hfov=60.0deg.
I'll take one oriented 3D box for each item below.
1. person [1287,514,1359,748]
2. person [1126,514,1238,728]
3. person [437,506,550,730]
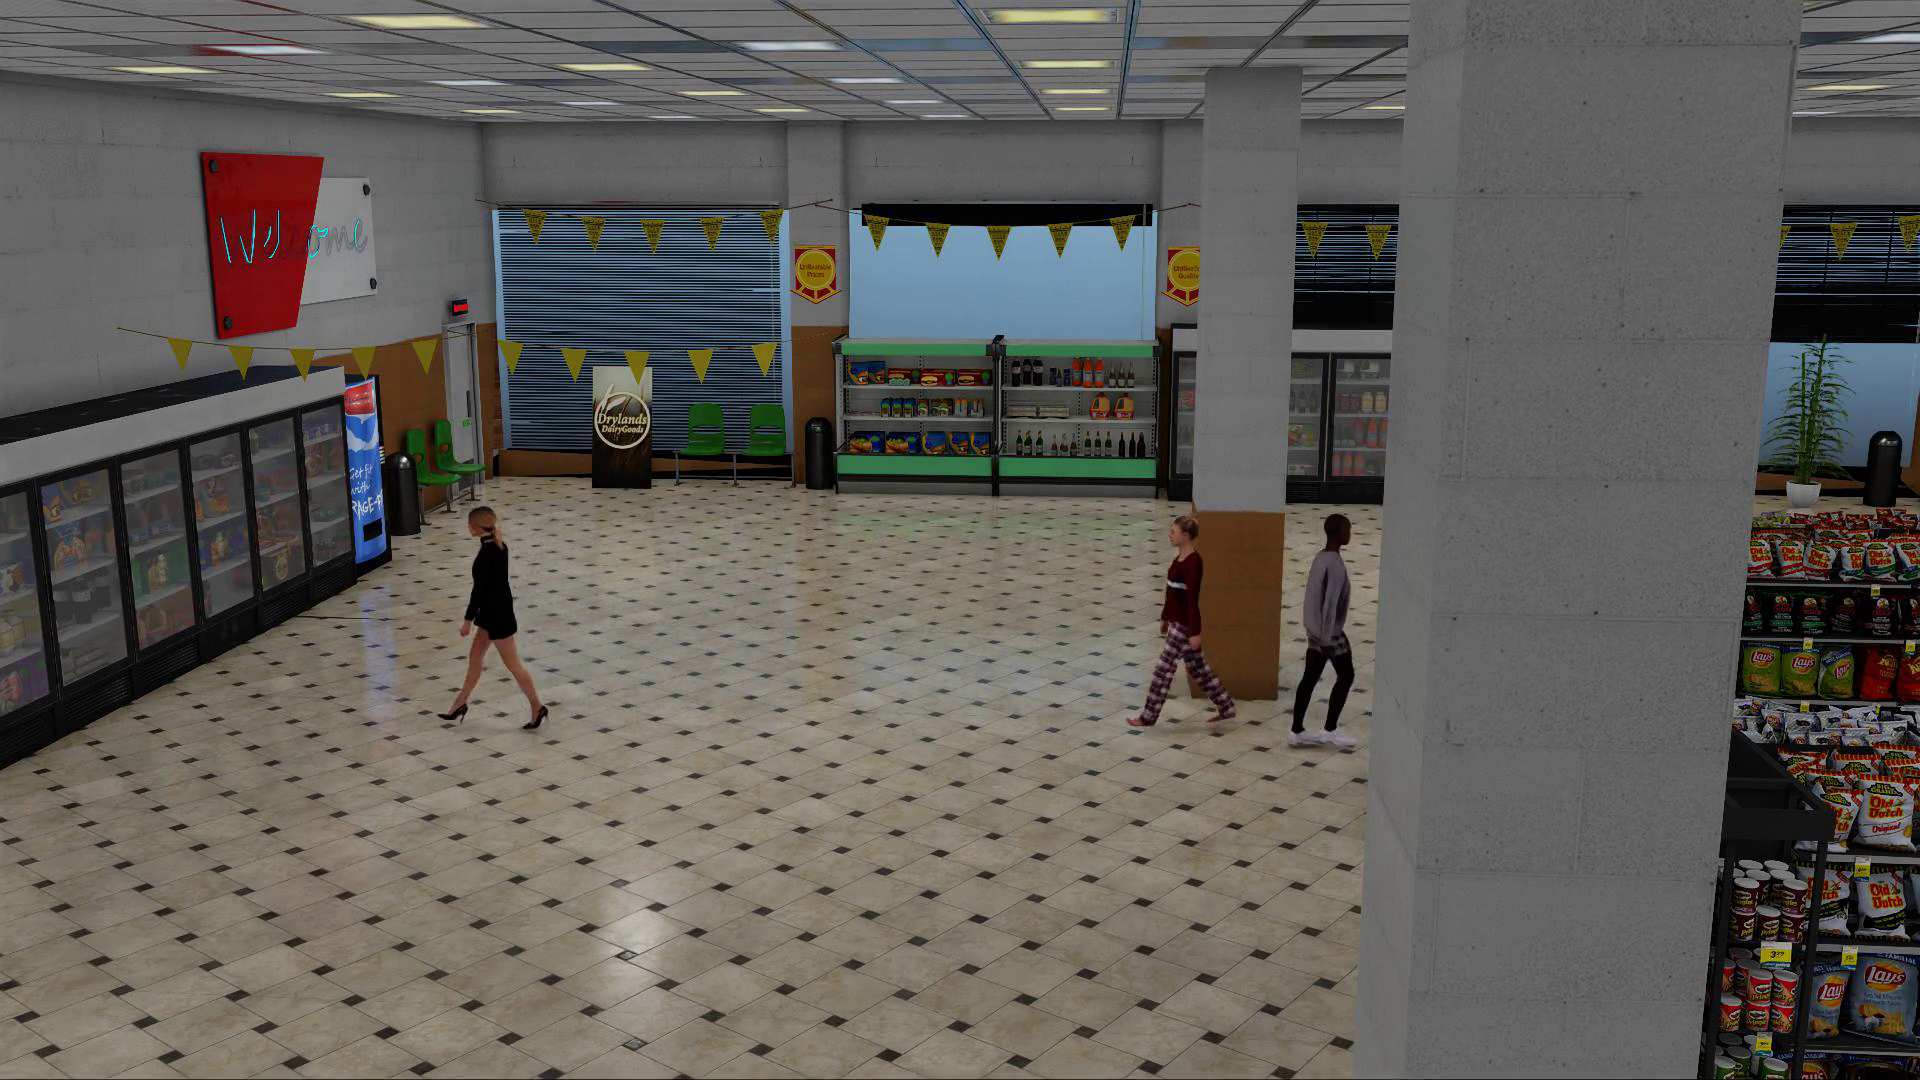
[{"bbox_3d":[2.606,0.692,12.258,0.800,1.746,0.725,-2,12,-7],"label":"person"},{"bbox_3d":[1.790,0.655,12.655,1.106,1.654,0.712,0,12,0],"label":"person"},{"bbox_3d":[-3.441,0.639,12.578,1.113,1.719,0.633,0,12,2],"label":"person"}]
